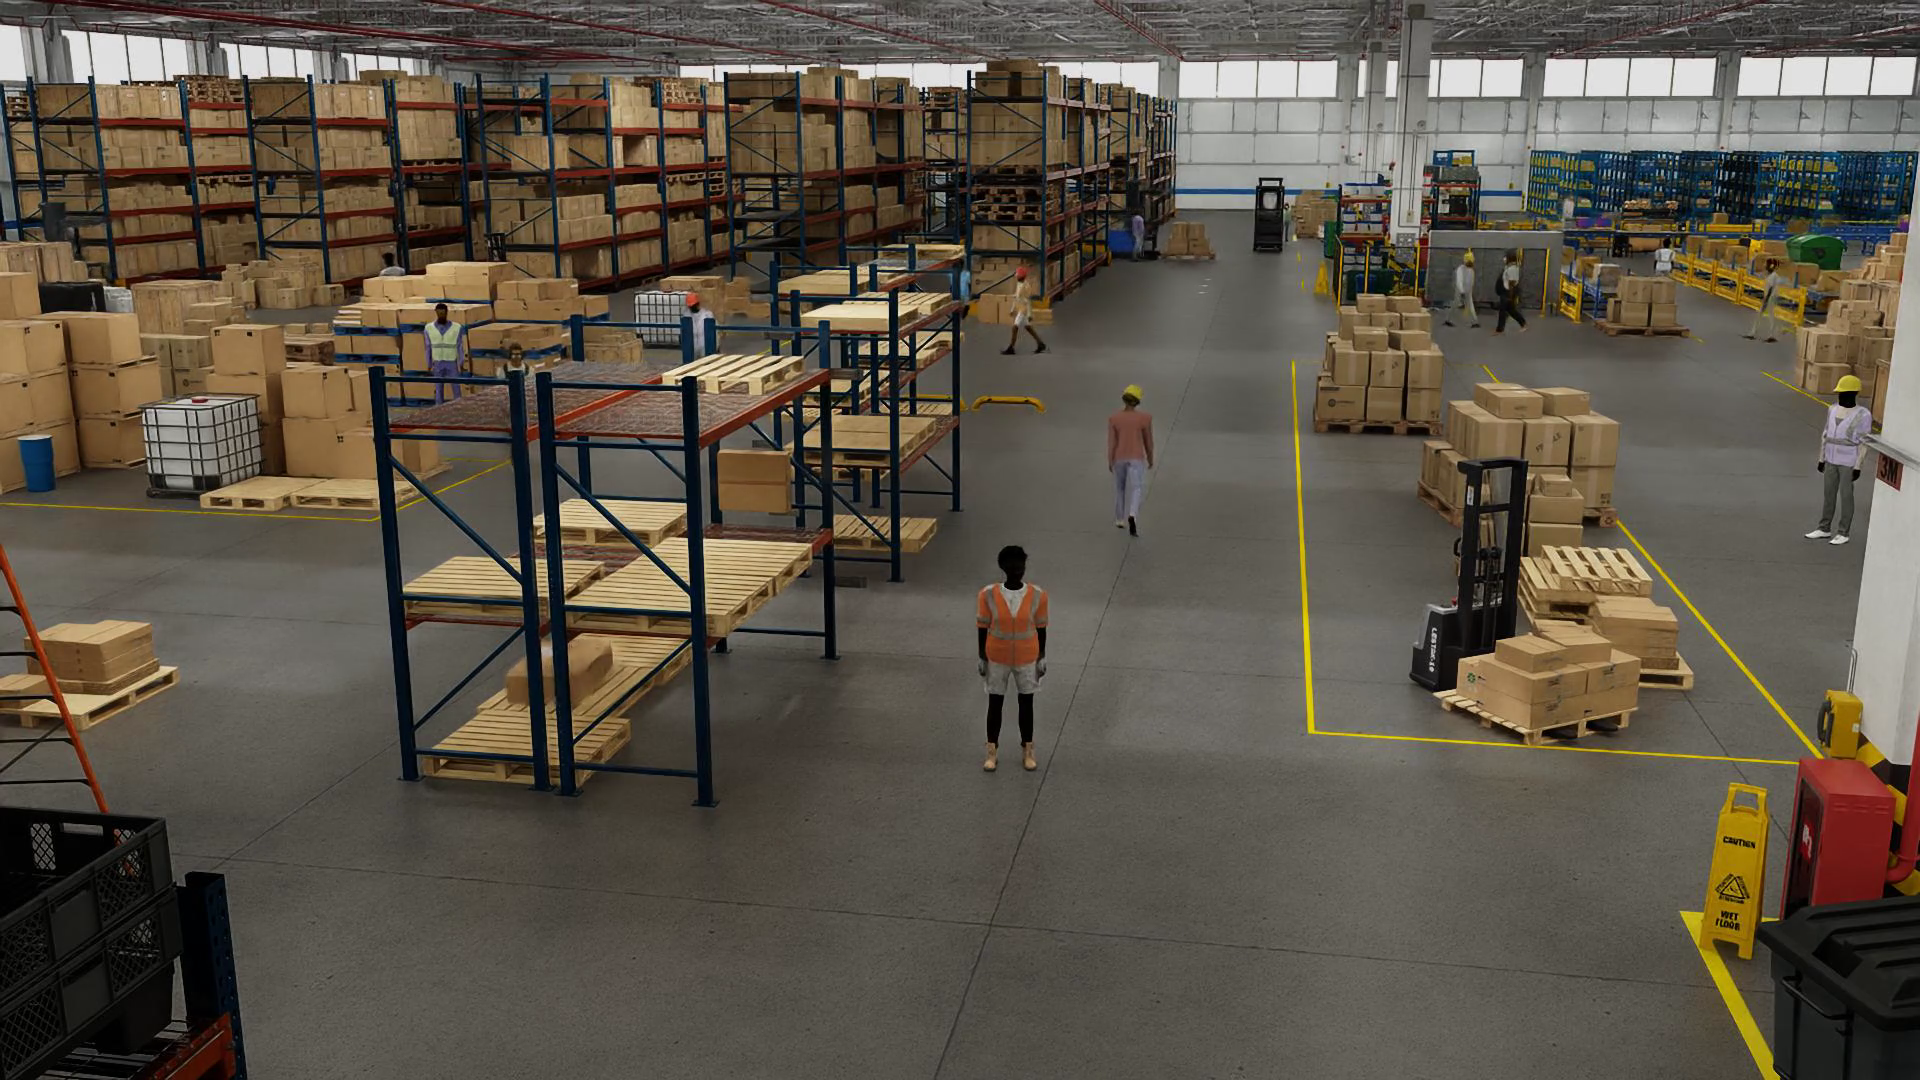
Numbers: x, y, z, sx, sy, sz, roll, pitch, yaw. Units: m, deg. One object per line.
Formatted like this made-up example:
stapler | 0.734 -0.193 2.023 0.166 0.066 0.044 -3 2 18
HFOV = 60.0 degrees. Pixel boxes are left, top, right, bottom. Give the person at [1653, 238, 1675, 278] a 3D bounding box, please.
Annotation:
person | 19.675 -7.602 46.545 0.554 1.672 0.547 3 14 10

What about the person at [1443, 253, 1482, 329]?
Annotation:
person | 11.973 -5.931 39.555 0.601 1.788 0.941 -10 17 -35

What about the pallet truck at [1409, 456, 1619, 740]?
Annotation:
pallet truck | 4.504 0.400 13.395 0.823 1.965 1.885 -6 15 -23

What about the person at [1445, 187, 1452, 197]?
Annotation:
person | 23.557 -16.146 80.600 0.402 1.991 0.618 -10 17 -35

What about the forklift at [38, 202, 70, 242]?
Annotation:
forklift | -22.882 -7.147 42.219 1.873 2.768 1.129 -2 14 -10

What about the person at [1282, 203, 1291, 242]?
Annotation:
person | 13.769 -13.446 70.360 0.507 1.633 0.278 -3 14 -13

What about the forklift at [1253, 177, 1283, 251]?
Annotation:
forklift | 12.083 -12.747 64.956 1.129 2.768 1.873 3 14 10

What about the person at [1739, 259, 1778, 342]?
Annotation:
person | 17.786 -5.302 36.865 0.859 1.838 0.554 4 15 18

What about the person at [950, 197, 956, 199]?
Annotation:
person | -0.272 -18.333 89.645 0.555 1.903 0.860 -1 14 -3

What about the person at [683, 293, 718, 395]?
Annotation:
person | -4.532 -3.349 28.871 0.574 1.870 0.993 2 14 7

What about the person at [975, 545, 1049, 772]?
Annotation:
person | 0.379 0.862 12.131 0.540 1.700 0.316 -1 14 -2

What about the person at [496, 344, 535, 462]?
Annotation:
person | -5.898 -1.709 22.330 0.540 1.814 0.852 -7 16 -27

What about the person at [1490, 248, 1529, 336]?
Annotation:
person | 12.596 -5.667 37.938 0.770 2.000 0.691 5 15 20

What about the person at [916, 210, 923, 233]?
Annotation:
person | -1.465 -10.839 59.349 1.026 1.856 0.647 3 14 11

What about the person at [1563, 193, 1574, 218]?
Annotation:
person | 27.106 -14.484 74.062 0.659 1.885 0.457 -7 15 -26

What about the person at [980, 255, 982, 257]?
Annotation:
person | 0.854 -9.276 53.304 0.539 1.696 0.318 -8 16 -28

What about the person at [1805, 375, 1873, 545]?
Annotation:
person | 9.995 -0.911 18.866 0.366 1.927 0.585 -5 15 -20

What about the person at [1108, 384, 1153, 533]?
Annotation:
person | 1.971 -0.942 19.389 0.541 1.733 0.686 3 14 13

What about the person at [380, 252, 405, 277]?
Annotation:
person | -12.697 -5.469 37.327 0.513 1.945 0.667 12 18 39

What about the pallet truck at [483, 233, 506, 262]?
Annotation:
pallet truck | -11.832 -7.026 43.548 1.885 1.965 0.823 8 16 28

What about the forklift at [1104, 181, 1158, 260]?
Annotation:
forklift | 6.222 -11.594 60.276 1.873 2.768 1.129 3 14 10

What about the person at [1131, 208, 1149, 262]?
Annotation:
person | 6.504 -10.879 59.364 0.881 1.905 0.660 -5 15 -19

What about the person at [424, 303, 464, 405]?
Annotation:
person | -8.327 -2.880 26.908 0.590 1.910 0.395 -3 14 -11

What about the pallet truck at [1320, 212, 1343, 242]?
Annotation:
pallet truck | 15.874 -13.227 70.310 0.680 1.201 1.601 10 17 35

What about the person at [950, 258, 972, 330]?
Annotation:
person | 0.030 -5.787 39.150 0.554 1.680 0.371 -5 15 -20

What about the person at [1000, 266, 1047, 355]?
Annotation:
person | 1.374 -4.794 34.768 1.002 1.876 0.558 -3 14 -10
